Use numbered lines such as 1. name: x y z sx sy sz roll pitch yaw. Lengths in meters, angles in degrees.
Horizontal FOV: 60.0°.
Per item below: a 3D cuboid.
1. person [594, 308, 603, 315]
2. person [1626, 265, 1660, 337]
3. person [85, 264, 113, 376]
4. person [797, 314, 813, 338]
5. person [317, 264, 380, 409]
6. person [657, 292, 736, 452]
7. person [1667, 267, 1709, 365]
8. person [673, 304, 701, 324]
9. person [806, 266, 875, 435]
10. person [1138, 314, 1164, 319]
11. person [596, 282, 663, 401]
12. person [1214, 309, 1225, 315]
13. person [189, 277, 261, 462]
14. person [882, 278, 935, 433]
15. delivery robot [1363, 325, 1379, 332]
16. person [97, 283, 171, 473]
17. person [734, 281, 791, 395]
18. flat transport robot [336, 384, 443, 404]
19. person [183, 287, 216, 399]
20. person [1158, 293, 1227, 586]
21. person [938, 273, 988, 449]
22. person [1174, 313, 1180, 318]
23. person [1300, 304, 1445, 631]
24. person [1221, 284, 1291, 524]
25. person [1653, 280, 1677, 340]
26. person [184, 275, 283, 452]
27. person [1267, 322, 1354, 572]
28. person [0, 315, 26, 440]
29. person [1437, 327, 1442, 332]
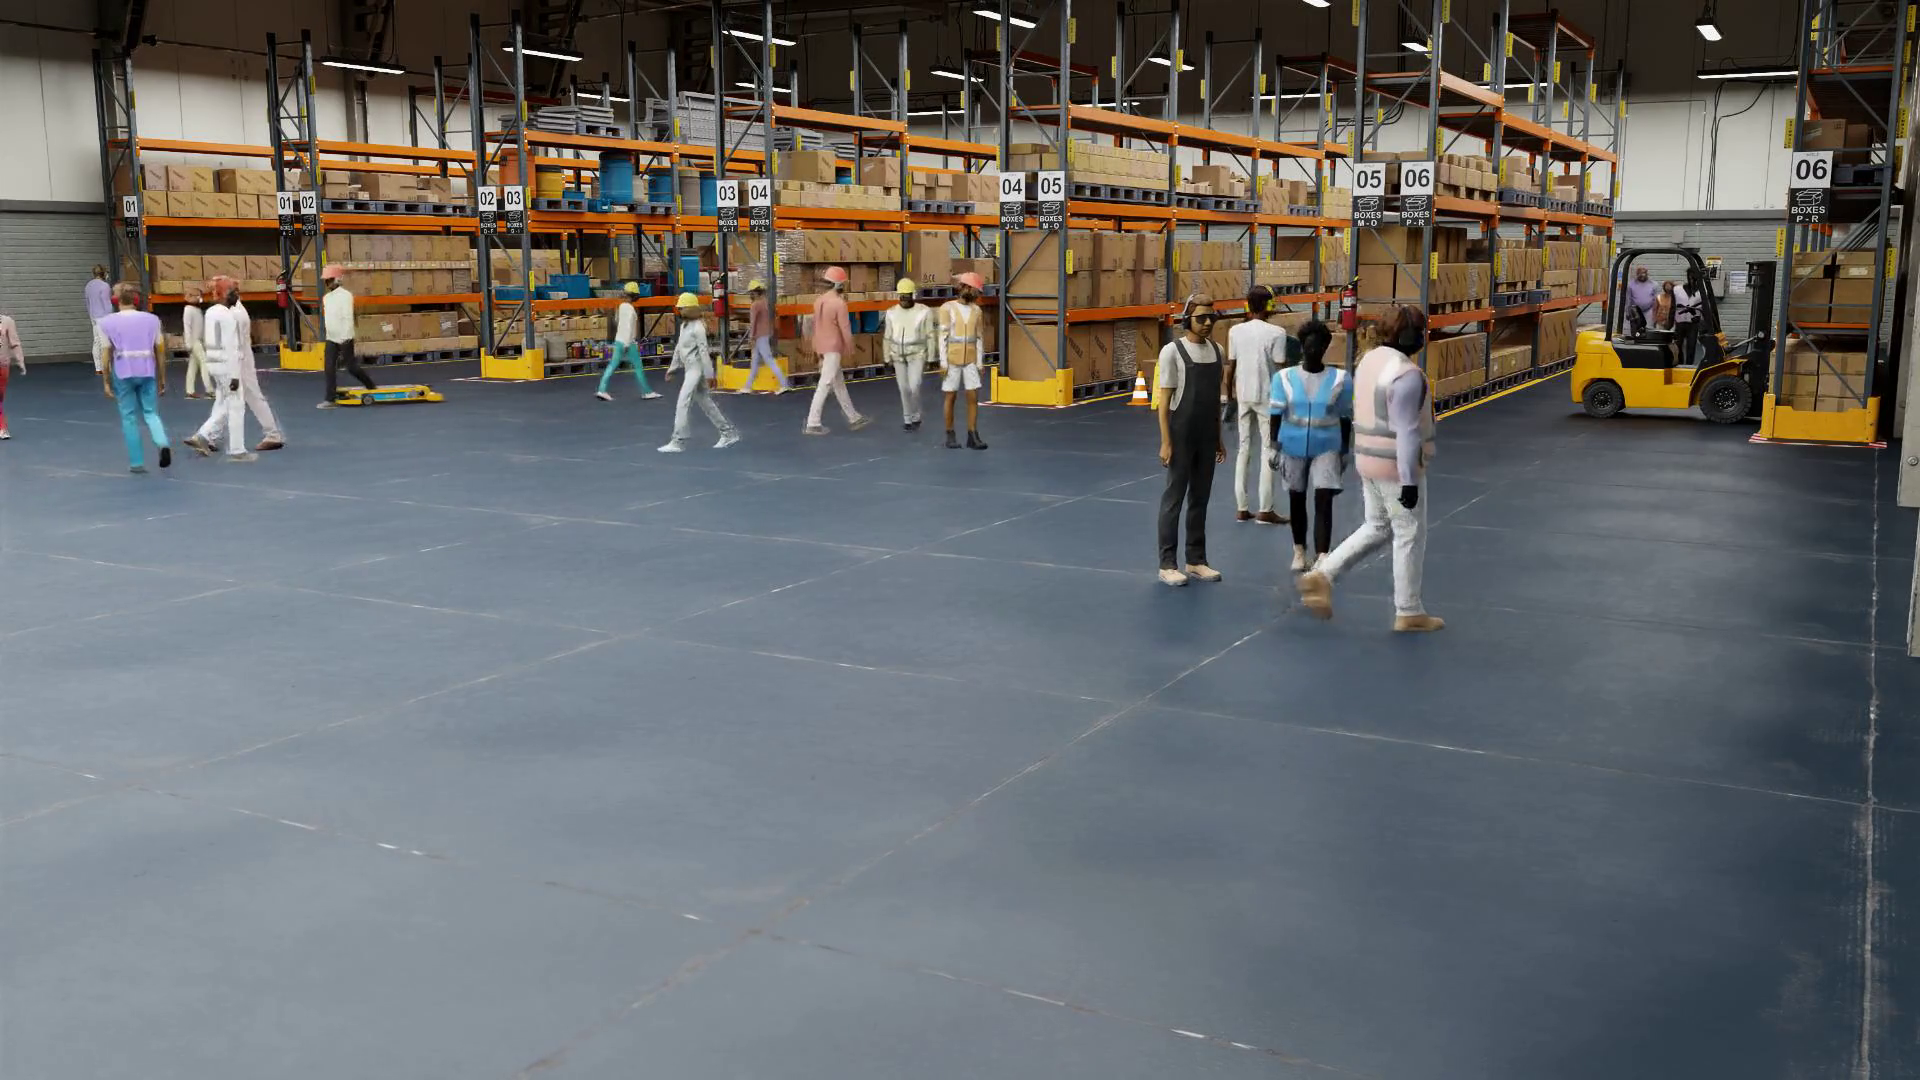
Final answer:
1. person: -8.511 -5.643 39.494 0.605 1.966 0.367 8 13 40
2. person: 13.992 -4.679 34.087 0.666 1.885 0.527 4 10 21
3. person: -14.842 -3.800 28.785 0.627 1.940 0.370 6 11 32
4. person: -2.592 -3.928 29.559 0.626 1.933 0.356 0 10 -1
5. person: -8.422 -2.780 22.747 0.610 1.970 0.875 6 11 30
6. person: -2.797 -1.796 17.758 0.908 1.698 0.484 -5 11 -25
7. person: 12.100 -3.589 27.640 0.628 1.904 0.457 5 11 27
8. person: -5.847 -4.890 35.600 0.614 1.790 0.520 -3 10 -15
9. person: -1.398 -2.207 19.437 1.012 1.939 0.641 -6 12 -33
10. person: 3.707 -4.403 32.517 0.672 1.863 0.927 6 11 31
11. person: -4.818 -2.854 23.947 0.975 1.707 0.526 -6 11 -32
12. person: 5.052 -4.573 33.378 0.592 1.908 0.629 6 11 31
13. person: -7.400 -1.693 16.657 0.531 1.871 0.600 -10 14 -44
14. person: -0.623 -2.145 19.451 0.611 1.809 0.535 3 10 19
15. delivery robot: 9.376 -4.638 37.465 0.707 0.478 0.477 -1 10 -7
16. person: -7.833 -1.526 15.813 0.560 1.823 0.586 9 14 44
17. person: -2.949 -3.016 24.886 0.882 1.707 0.544 2 10 12
18. flat transport robot: -8.115 -2.060 23.477 1.431 0.197 0.652 -6 12 -33
19. person: -10.969 -2.846 24.125 0.670 1.608 0.524 -2 10 -9
20. person: 1.475 -0.636 10.537 0.516 1.843 0.327 -6 12 -33
21. person: 0.008 -1.916 17.932 0.570 1.899 0.362 -5 11 -28
22. person: 5.305 -5.741 41.026 0.308 1.641 0.510 4 10 22
23. person: 2.313 -0.386 9.161 0.721 1.824 0.633 -2 10 -10
24. person: 2.320 -1.044 12.946 0.628 1.860 0.371 7 12 36
25. person: 13.350 -4.093 31.420 0.518 1.625 0.363 6 11 32
26. person: -7.708 -1.850 17.586 0.976 1.863 0.671 -6 11 -30
27. person: 2.230 -0.561 10.659 0.541 1.650 0.869 3 10 17
28. person: -11.088 -2.024 19.071 0.935 1.706 0.564 9 13 41
29. person: 10.828 -5.251 37.430 0.616 1.891 0.677 -1 10 -6
